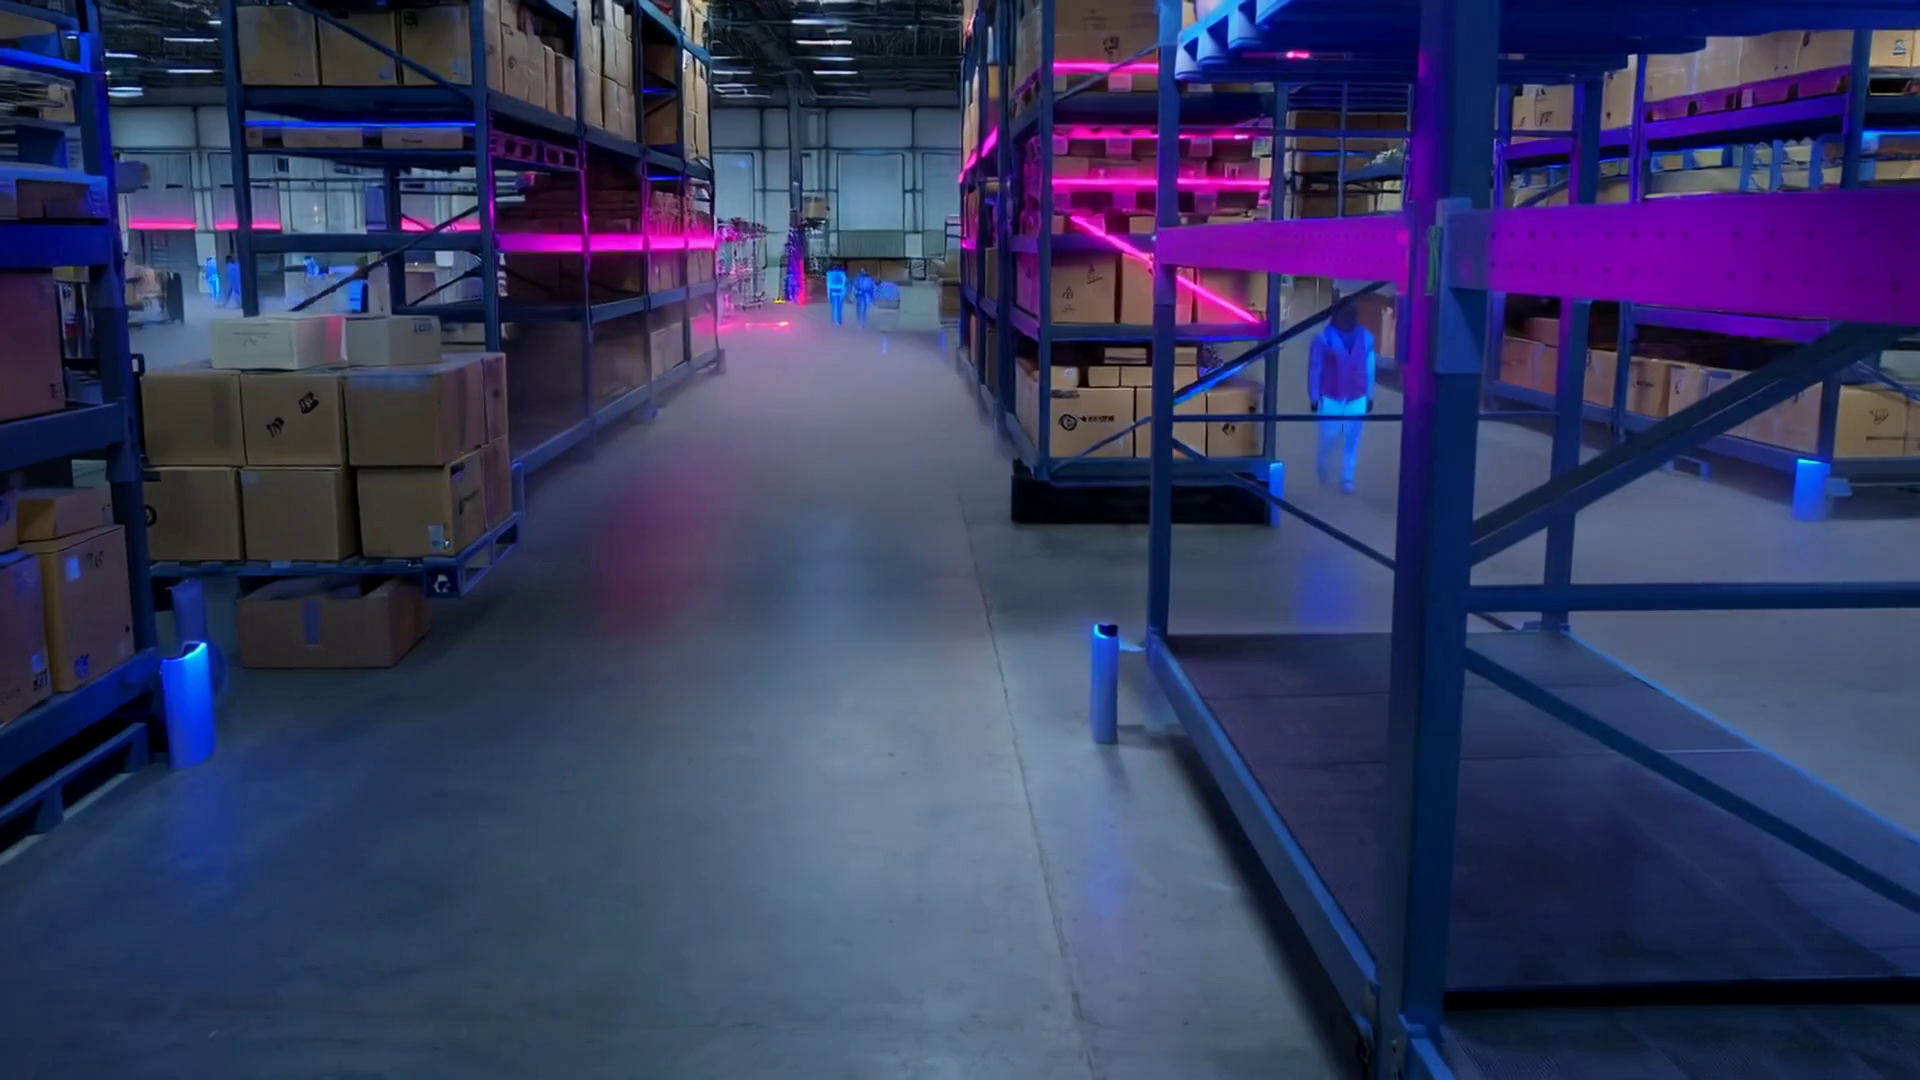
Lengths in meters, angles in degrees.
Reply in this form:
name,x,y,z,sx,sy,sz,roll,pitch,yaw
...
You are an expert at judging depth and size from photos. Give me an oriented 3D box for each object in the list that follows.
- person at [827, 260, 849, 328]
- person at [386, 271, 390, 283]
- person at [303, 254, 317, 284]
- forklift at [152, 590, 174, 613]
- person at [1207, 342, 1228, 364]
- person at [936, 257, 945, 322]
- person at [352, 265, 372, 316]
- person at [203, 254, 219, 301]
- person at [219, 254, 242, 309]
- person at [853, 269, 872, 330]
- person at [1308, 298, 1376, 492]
name,x,y,z,sx,sy,sz,roll,pitch,yaw
person,-3.327,-6.713,45.384,0.590,1.864,0.660,1,10,5
person,-18.772,-8.390,55.186,0.321,1.690,0.533,8,13,37
person,-25.318,-10.204,64.864,0.429,1.844,0.625,1,10,7
forklift,-5.858,-0.811,9.639,1.873,2.768,1.129,-1,10,-3
person,4.994,-4.373,31.956,0.395,1.990,0.619,8,13,39
person,-0.480,-7.345,48.737,0.447,1.908,0.597,-3,11,-14
person,-12.275,-4.693,34.112,0.882,1.887,0.631,-9,13,-41
person,-29.609,-10.360,65.727,0.430,1.843,0.626,9,13,40
person,-25.434,-8.973,57.814,0.577,1.904,0.859,10,14,44
person,-2.603,-6.455,44.615,0.511,1.622,0.593,2,10,13
person,3.599,-1.364,15.675,0.628,1.829,0.468,-1,10,-3
